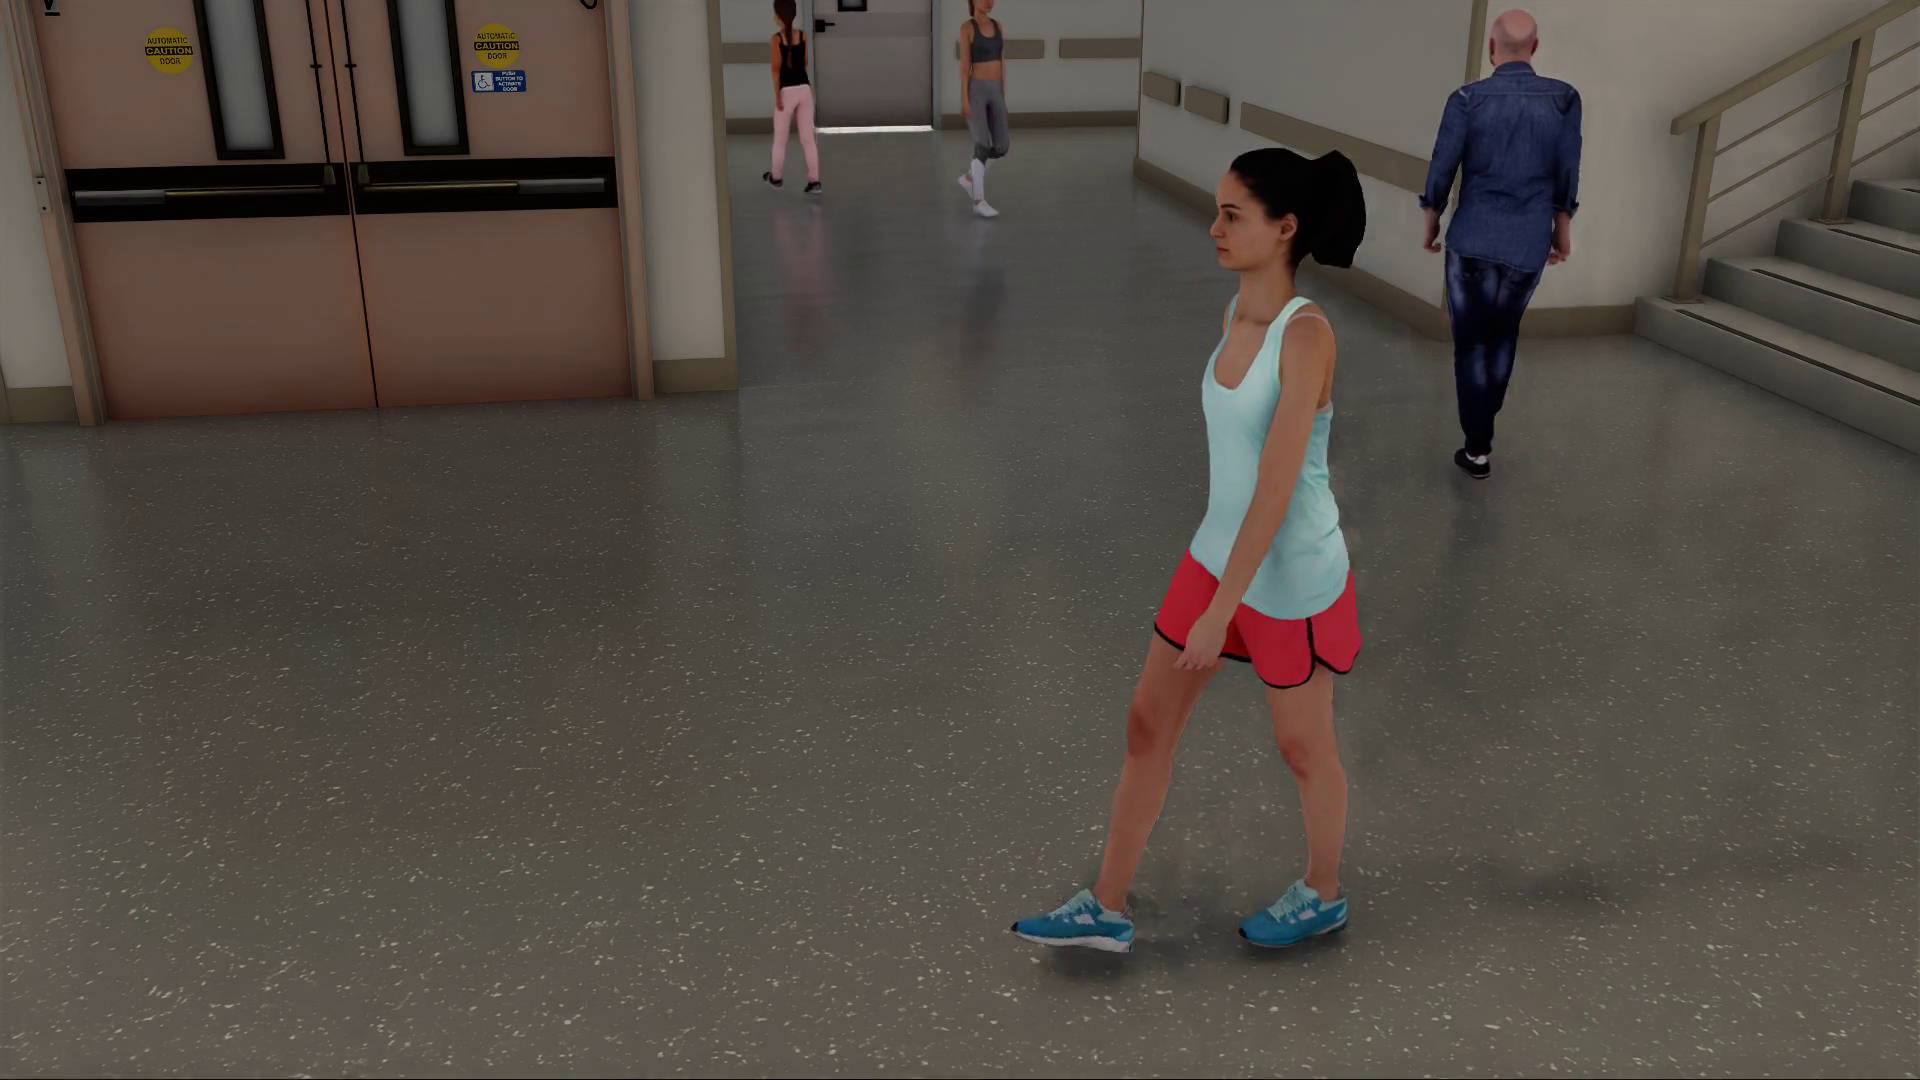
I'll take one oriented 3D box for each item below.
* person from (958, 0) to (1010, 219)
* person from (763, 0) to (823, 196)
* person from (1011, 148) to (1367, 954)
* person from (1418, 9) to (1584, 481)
[{"bbox_3d":[0.121,-3.268,12.368,0.778,1.693,0.810,-16,26,-36],"label":"person"},{"bbox_3d":[-1.272,-3.450,13.087,1.041,1.523,0.819,-11,23,-27],"label":"person"},{"bbox_3d":[0.700,0.104,3.406,1.044,1.735,0.670,-7,22,-19],"label":"person"},{"bbox_3d":[2.130,-1.114,6.527,0.928,1.800,0.888,0,21,-1],"label":"person"}]
